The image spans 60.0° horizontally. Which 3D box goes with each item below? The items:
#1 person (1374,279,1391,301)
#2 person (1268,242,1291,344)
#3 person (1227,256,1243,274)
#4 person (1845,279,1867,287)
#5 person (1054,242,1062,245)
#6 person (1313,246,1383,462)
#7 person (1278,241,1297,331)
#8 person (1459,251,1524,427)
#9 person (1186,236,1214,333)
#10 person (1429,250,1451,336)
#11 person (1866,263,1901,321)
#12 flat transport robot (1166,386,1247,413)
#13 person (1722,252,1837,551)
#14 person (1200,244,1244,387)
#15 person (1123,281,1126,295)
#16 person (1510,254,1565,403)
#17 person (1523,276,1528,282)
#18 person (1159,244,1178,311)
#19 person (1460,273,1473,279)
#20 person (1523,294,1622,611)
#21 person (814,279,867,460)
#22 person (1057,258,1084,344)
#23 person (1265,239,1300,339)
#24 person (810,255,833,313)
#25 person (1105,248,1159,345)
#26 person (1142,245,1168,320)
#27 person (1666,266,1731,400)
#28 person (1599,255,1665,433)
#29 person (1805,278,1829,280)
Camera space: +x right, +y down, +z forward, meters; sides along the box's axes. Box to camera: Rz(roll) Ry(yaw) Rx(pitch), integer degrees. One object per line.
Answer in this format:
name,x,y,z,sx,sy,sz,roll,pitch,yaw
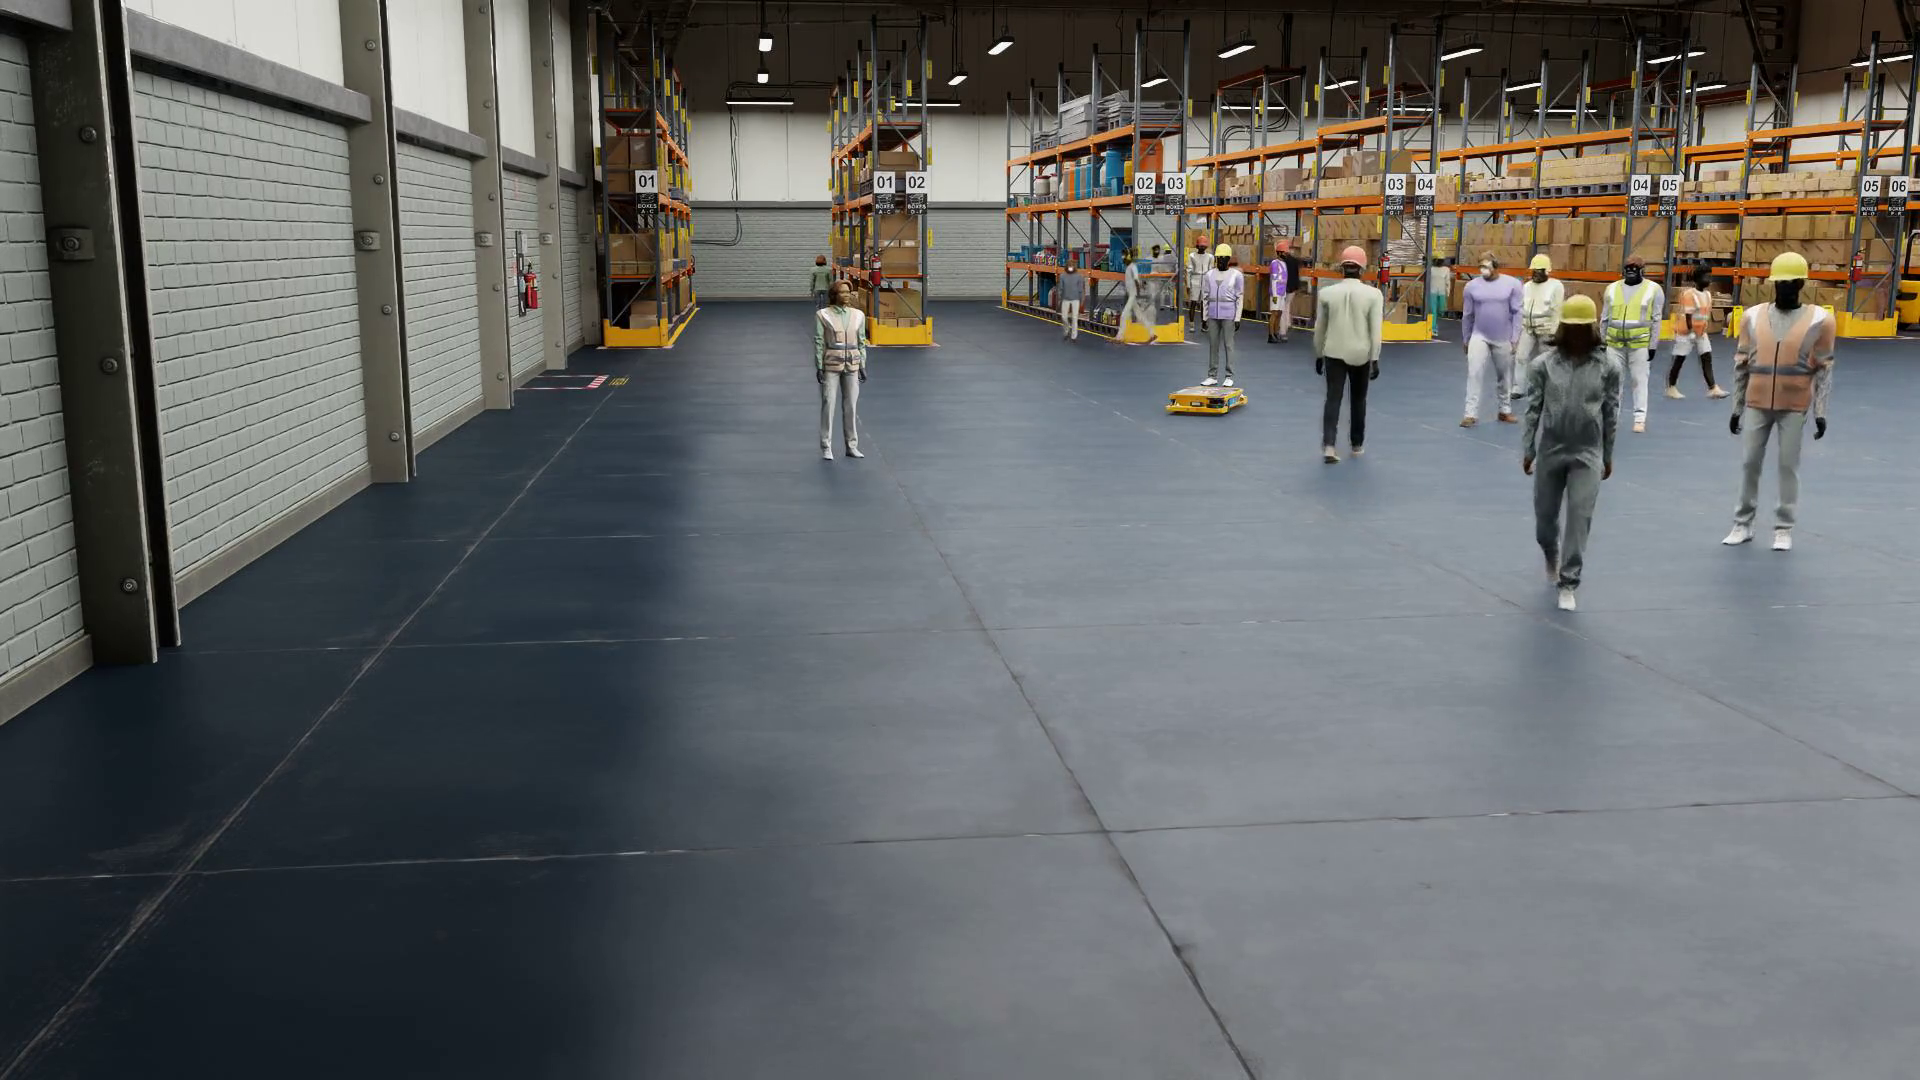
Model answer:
person,10.967,-6.660,43.242,0.513,1.630,0.318,-4,11,-23
person,6.106,-4.707,31.727,0.391,1.929,0.540,7,13,35
person,6.145,-5.630,37.714,0.510,1.576,0.894,0,10,-1
person,19.625,-5.526,36.364,0.645,1.863,0.818,2,10,10
person,2.846,-7.685,48.046,0.634,1.915,0.973,-2,11,-12
person,3.514,-1.691,15.133,0.630,1.950,1.009,4,11,22
person,7.069,-5.490,36.013,0.624,1.932,0.374,-8,13,-37
person,5.735,-2.163,17.922,0.643,1.895,0.860,4,11,22
person,5.102,-5.424,35.318,0.608,2.046,0.367,-1,10,-7
person,9.769,-5.054,34.093,0.534,1.754,0.485,-1,10,-4
person,19.910,-5.448,35.919,0.636,1.877,0.855,0,10,-1
flat transport robot,2.907,-1.654,19.514,0.652,0.197,1.431,4,11,21
person,5.321,-0.895,10.814,0.590,1.927,0.378,8,13,39
person,3.558,-3.048,22.615,0.606,1.928,0.374,7,13,35
person,4.493,-6.872,44.058,0.530,1.754,0.431,-5,11,-24
person,6.968,-2.542,20.158,0.749,1.803,0.609,-8,13,-38
person,14.205,-6.453,41.316,0.546,1.916,0.840,0,10,-1
person,5.646,-7.137,45.284,0.601,1.831,0.404,0,10,2
person,14.935,-7.886,49.187,0.552,1.907,0.634,-5,11,-25
person,3.397,-0.509,9.266,0.488,1.719,0.705,4,11,21
person,-1.095,-1.558,15.222,0.514,1.645,0.308,-5,12,-27
person,2.107,-4.537,31.610,0.516,1.615,0.370,2,10,9
person,6.370,-4.997,33.150,0.652,1.974,0.725,-4,11,-19
person,-3.076,-5.516,36.950,0.501,1.631,0.285,0,10,-2
person,3.294,-4.574,31.326,1.004,1.816,0.563,0,10,-2
person,4.775,-6.249,40.413,0.546,1.826,0.911,-4,11,-19
person,9.153,-2.544,20.563,0.547,1.661,0.814,-6,12,-30
person,6.963,-2.038,17.339,0.626,1.837,0.430,8,13,38
person,19.352,-5.644,37.707,0.530,1.599,0.819,-2,10,-9
